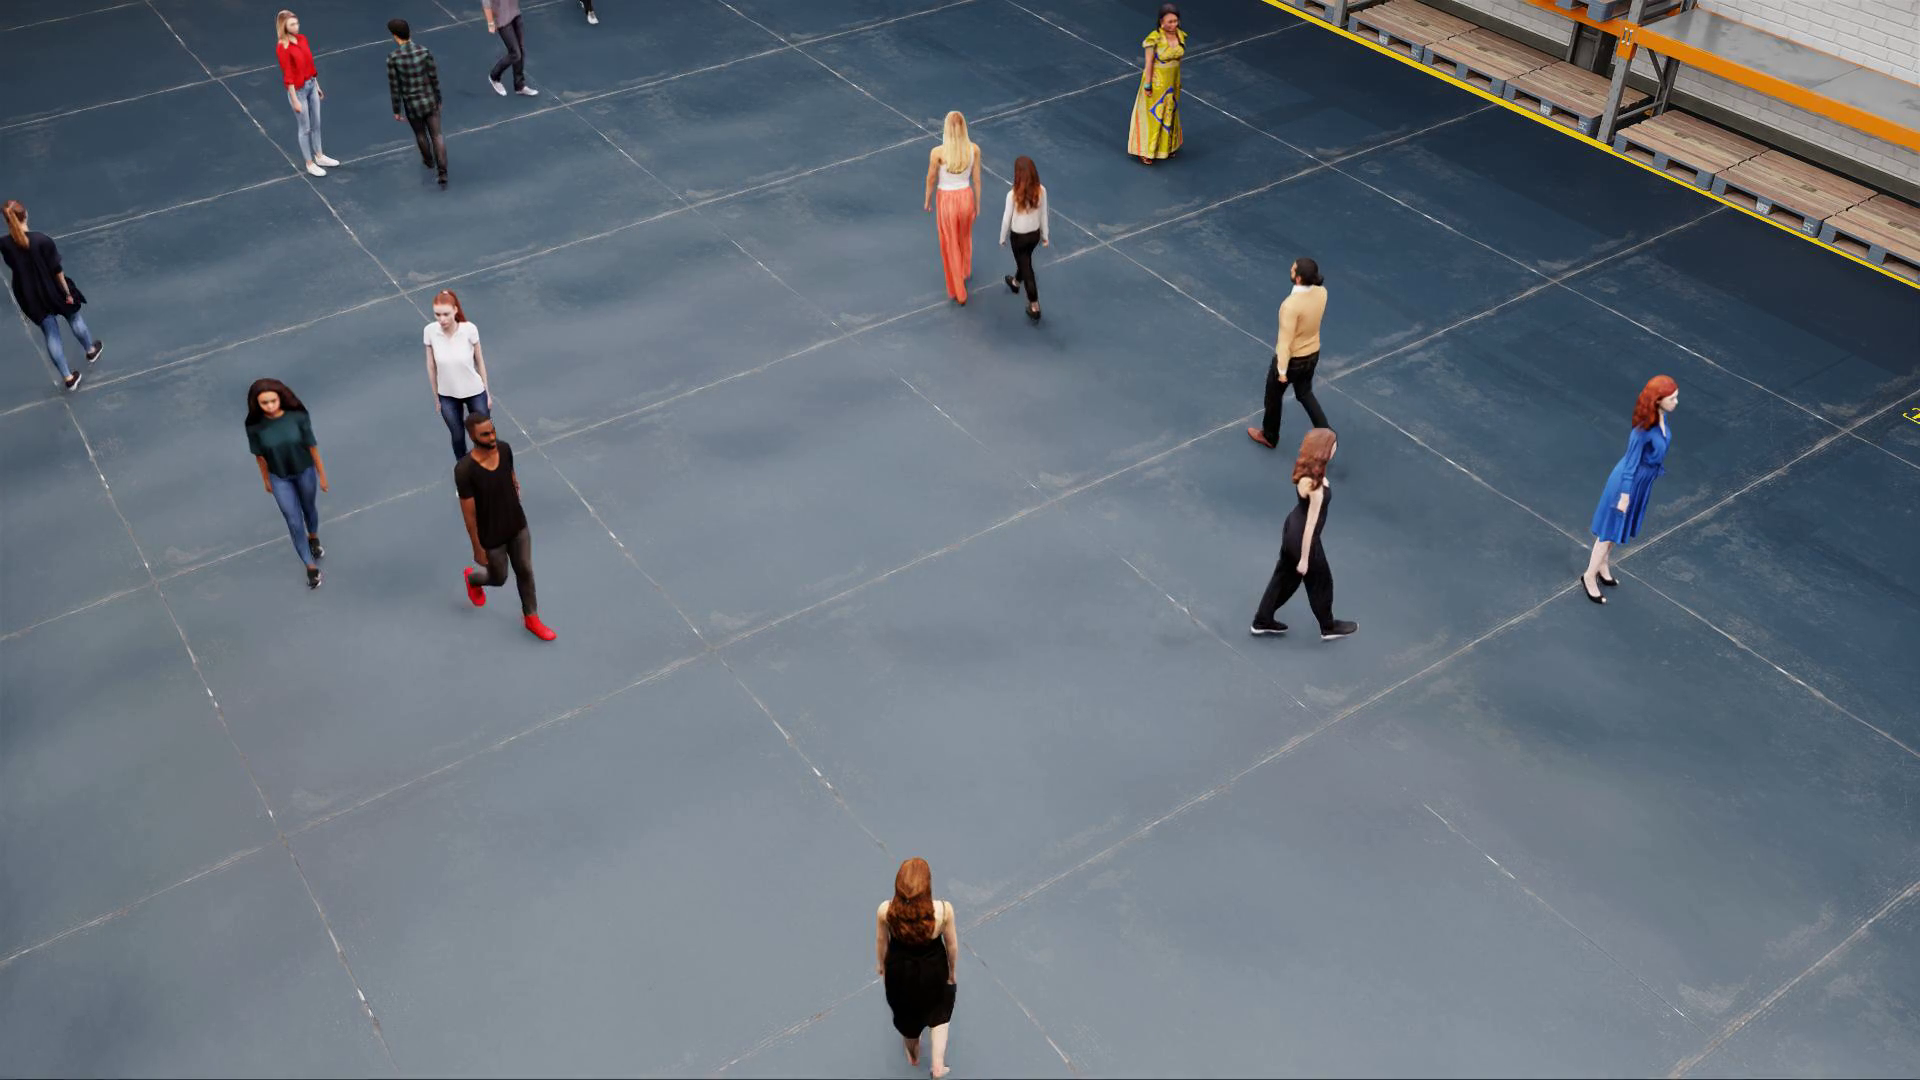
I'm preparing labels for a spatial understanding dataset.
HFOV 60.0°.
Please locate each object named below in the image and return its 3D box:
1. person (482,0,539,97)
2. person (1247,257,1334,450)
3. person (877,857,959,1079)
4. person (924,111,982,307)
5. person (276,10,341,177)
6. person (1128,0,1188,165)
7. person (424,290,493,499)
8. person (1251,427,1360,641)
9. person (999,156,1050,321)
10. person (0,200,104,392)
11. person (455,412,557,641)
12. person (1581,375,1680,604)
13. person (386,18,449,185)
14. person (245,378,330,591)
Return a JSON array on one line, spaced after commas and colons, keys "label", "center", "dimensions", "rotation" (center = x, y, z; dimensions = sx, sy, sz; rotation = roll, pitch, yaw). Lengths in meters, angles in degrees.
[{"label": "person", "center": [-5.089, -5.797, 18.380], "dimensions": [0.915, 1.841, 0.859], "rotation": [10, 40, 13]}, {"label": "person", "center": [2.673, -1.387, 12.943], "dimensions": [0.669, 1.736, 1.007], "rotation": [-27, 46, -30]}, {"label": "person", "center": [-0.222, 2.251, 8.483], "dimensions": [0.754, 1.616, 0.840], "rotation": [-3, 39, -3]}, {"label": "person", "center": [-0.022, -2.903, 14.804], "dimensions": [0.798, 1.781, 1.012], "rotation": [-11, 40, -14]}, {"label": "person", "center": [-6.692, -4.570, 16.953], "dimensions": [0.720, 1.705, 0.691], "rotation": [11, 40, 13]}, {"label": "person", "center": [2.091, -4.731, 17.191], "dimensions": [0.827, 1.660, 0.731], "rotation": [-24, 44, -27]}, {"label": "person", "center": [-3.766, -1.118, 12.603], "dimensions": [0.647, 1.739, 0.660], "rotation": [-5, 39, -6]}, {"label": "person", "center": [2.234, -0.012, 11.238], "dimensions": [0.984, 1.715, 1.001], "rotation": [0, 39, -1]}, {"label": "person", "center": [0.605, -2.637, 14.744], "dimensions": [0.670, 1.441, 1.023], "rotation": [-16, 41, -19]}, {"label": "person", "center": [-7.585, -1.981, 13.746], "dimensions": [0.858, 1.661, 1.008], "rotation": [-5, 39, -6]}, {"label": "person", "center": [-3.192, -0.109, 11.299], "dimensions": [1.089, 1.789, 0.846], "rotation": [25, 45, 28]}, {"label": "person", "center": [4.667, -0.367, 11.591], "dimensions": [0.668, 1.828, 0.681], "rotation": [27, 46, 29]}, {"label": "person", "center": [-5.463, -4.407, 16.884], "dimensions": [0.836, 1.675, 1.112], "rotation": [-14, 41, -17]}, {"label": "person", "center": [-4.808, -0.514, 11.964], "dimensions": [0.697, 1.593, 0.967], "rotation": [-16, 41, -19]}]
